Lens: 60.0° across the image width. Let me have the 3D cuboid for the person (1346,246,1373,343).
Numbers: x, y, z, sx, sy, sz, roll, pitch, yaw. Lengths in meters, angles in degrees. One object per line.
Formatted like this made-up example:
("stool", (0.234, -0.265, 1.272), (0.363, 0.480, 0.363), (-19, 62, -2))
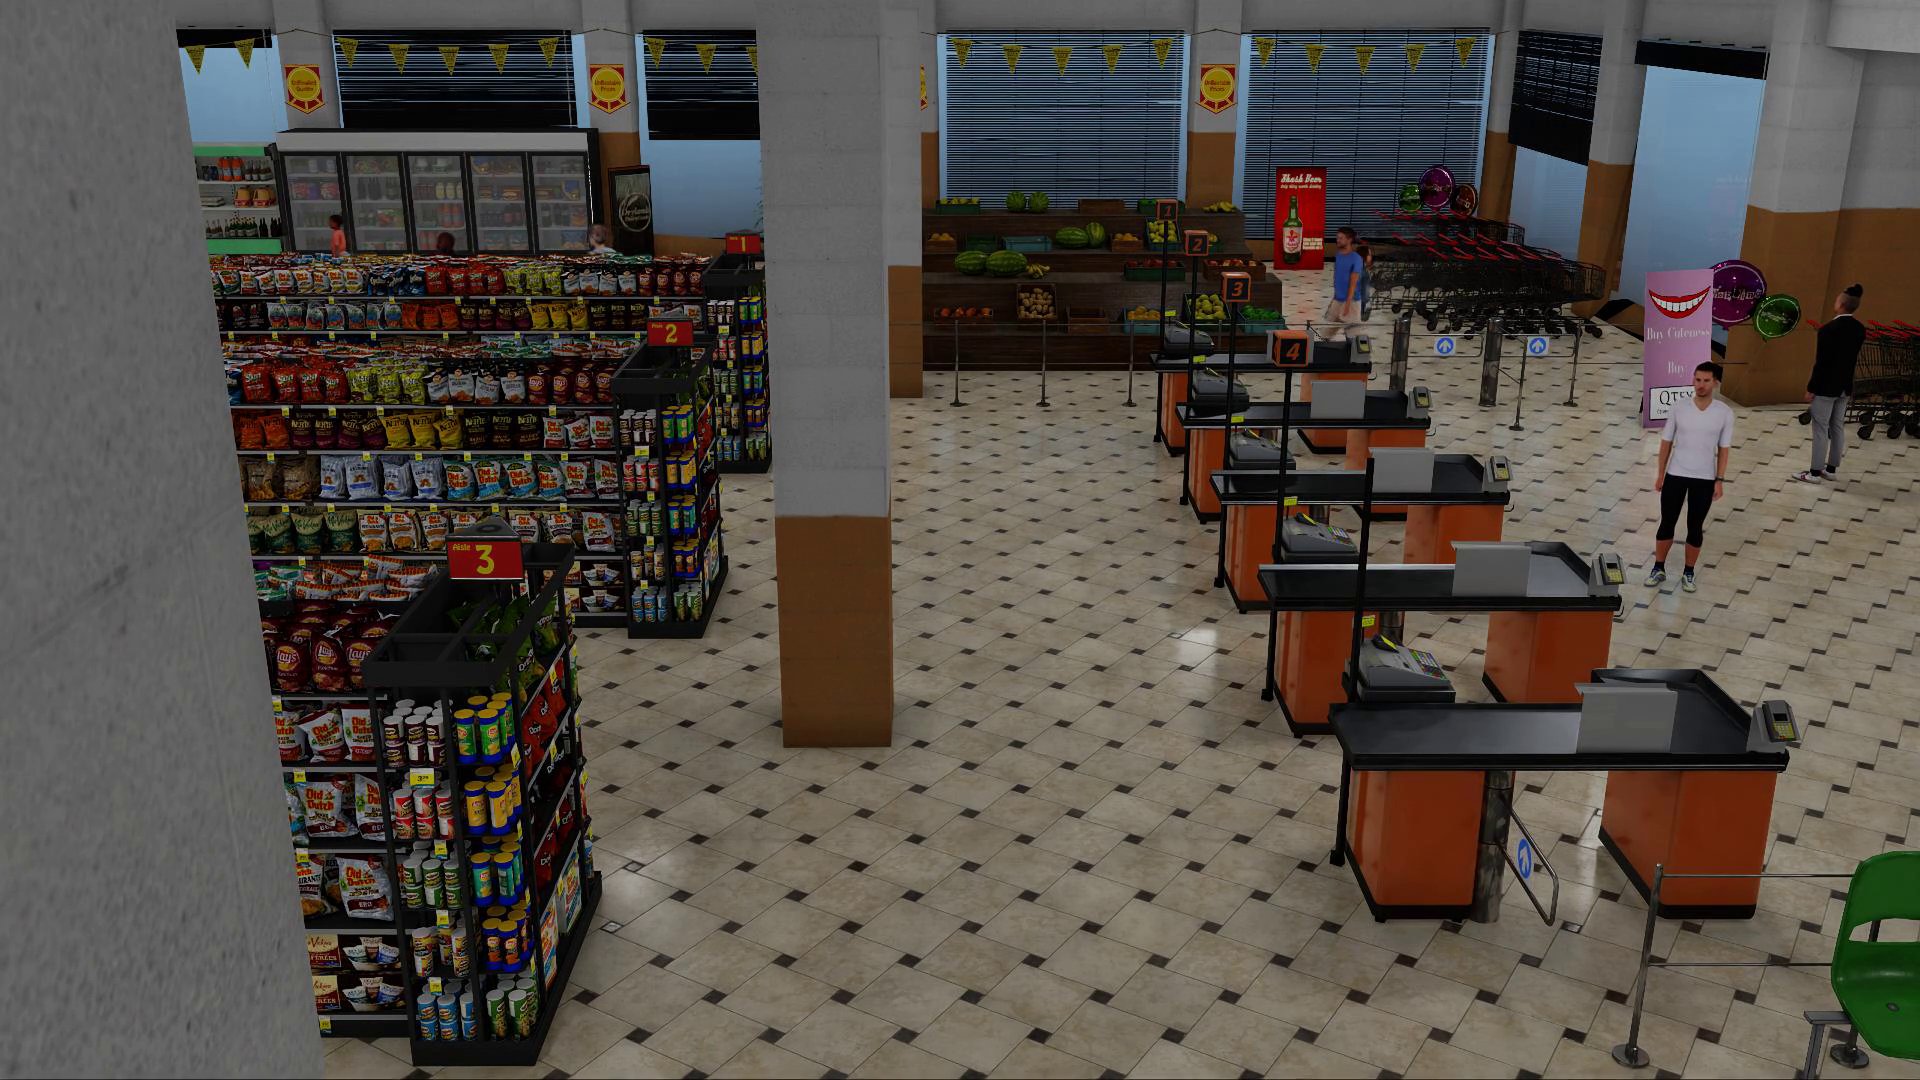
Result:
("person", (5.099, -3.034, 21.335), (0.592, 1.474, 0.615), (7, 20, 19))

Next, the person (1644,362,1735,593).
("person", (5.842, -0.520, 13.291), (0.683, 1.851, 0.808), (10, 21, 27))

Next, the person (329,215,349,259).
("person", (-9.418, -4.302, 25.352), (0.477, 1.310, 0.477), (-1, 19, -3))

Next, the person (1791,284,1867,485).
("person", (8.457, -1.513, 16.091), (0.694, 1.943, 0.848), (-8, 20, -22))

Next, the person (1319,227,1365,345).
("person", (4.799, -2.882, 20.341), (1.267, 1.822, 1.009), (-9, 21, -26))
